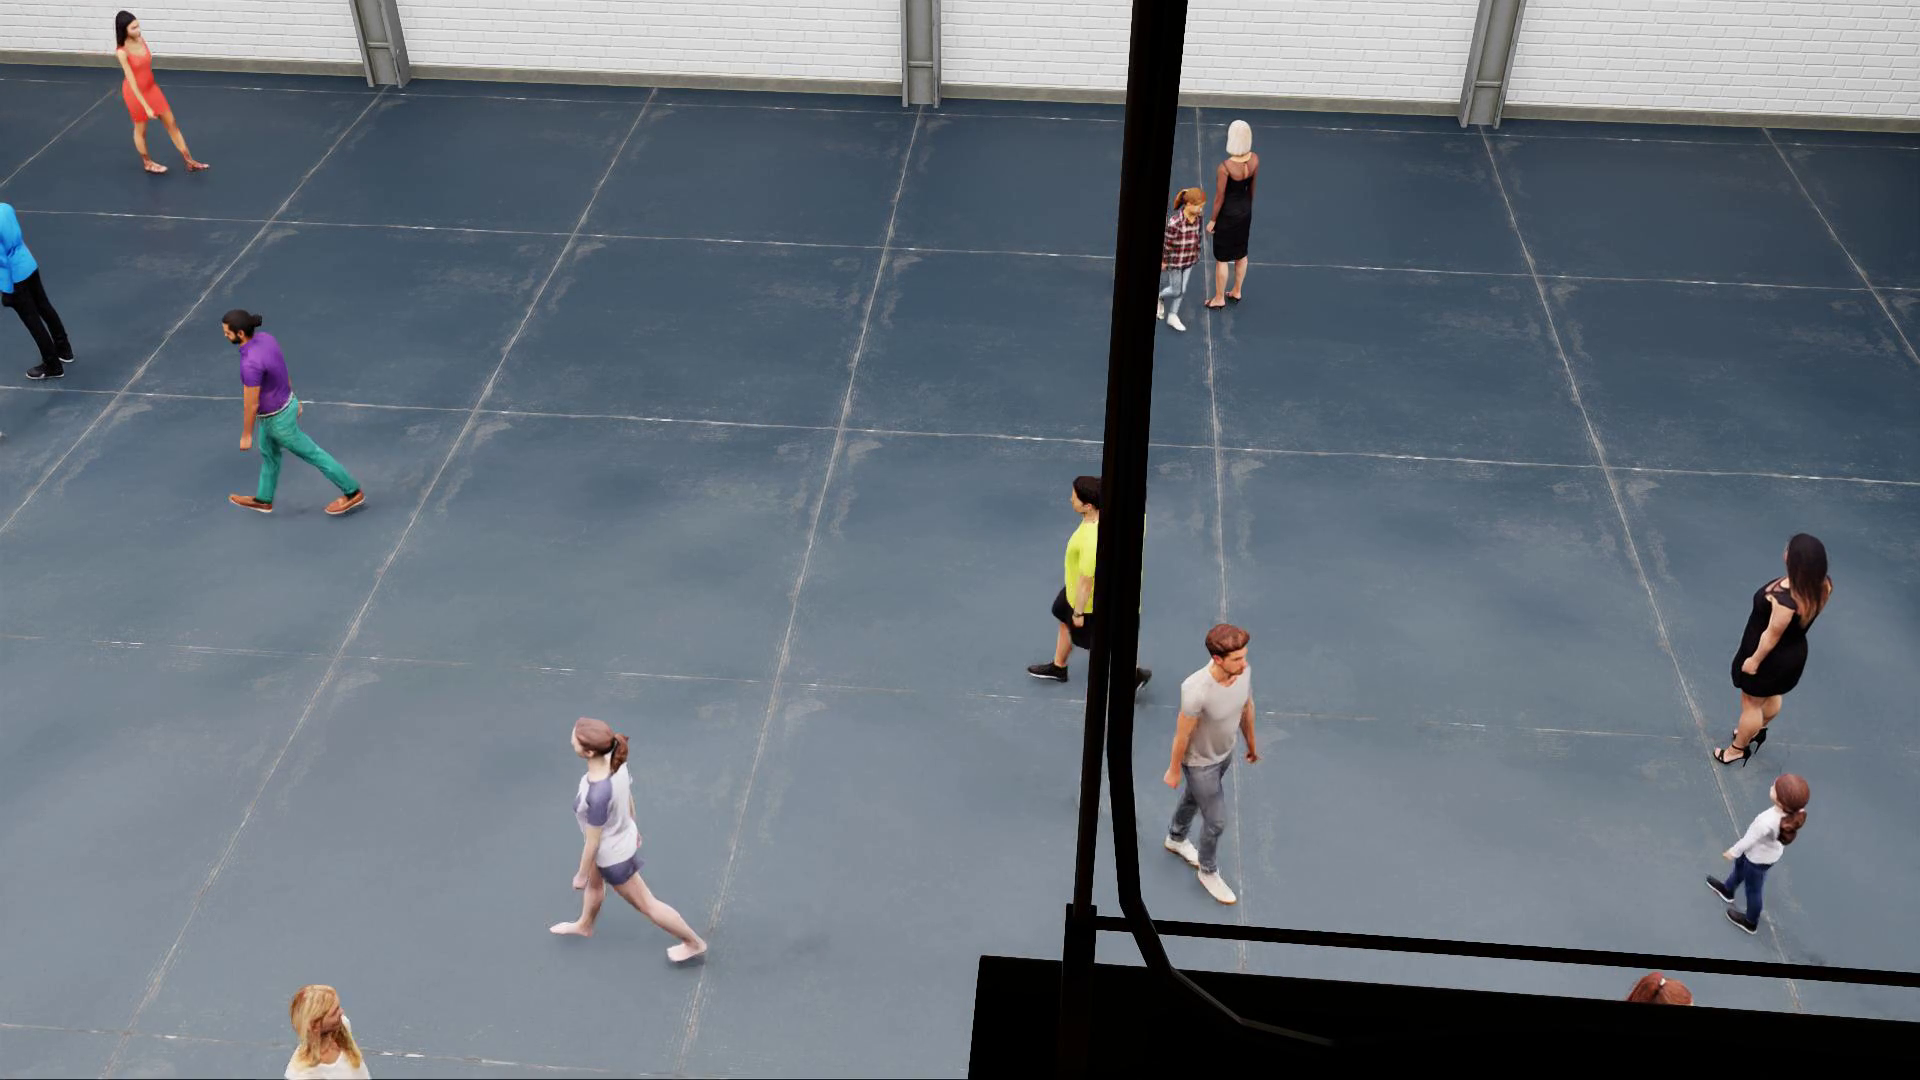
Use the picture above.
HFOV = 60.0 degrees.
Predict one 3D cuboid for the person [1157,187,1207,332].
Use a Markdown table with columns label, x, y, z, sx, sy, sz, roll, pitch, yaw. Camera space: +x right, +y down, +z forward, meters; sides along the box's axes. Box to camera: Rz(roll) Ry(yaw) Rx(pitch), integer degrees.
| label | x | y | z | sx | sy | sz | roll | pitch | yaw |
| --- | --- | --- | --- | --- | --- | --- | --- | --- | --- |
| person | 1.853 | -2.436 | 14.238 | 0.718 | 1.287 | 0.776 | -18 | 42 | -21 |

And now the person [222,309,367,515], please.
| label | x | y | z | sx | sy | sz | roll | pitch | yaw |
| --- | --- | --- | --- | --- | --- | --- | --- | --- | --- |
| person | -4.784 | -0.887 | 11.956 | 1.269 | 1.714 | 0.911 | -9 | 40 | -12 |

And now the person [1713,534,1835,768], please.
| label | x | y | z | sx | sy | sz | roll | pitch | yaw |
| --- | --- | --- | --- | --- | --- | --- | --- | --- | --- |
| person | 4.901 | 0.685 | 9.987 | 0.747 | 1.715 | 0.815 | -26 | 45 | -28 |

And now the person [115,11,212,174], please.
| label | x | y | z | sx | sy | sz | roll | pitch | yaw |
| --- | --- | --- | --- | --- | --- | --- | --- | --- | --- |
| person | -8.083 | -4.356 | 16.325 | 0.993 | 1.682 | 0.679 | 8 | 39 | 10 |

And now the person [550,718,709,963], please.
| label | x | y | z | sx | sy | sz | roll | pitch | yaw |
| --- | --- | --- | --- | --- | --- | --- | --- | --- | --- |
| person | -1.738 | 1.645 | 8.780 | 1.135 | 1.721 | 0.631 | 1 | 39 | 1 |

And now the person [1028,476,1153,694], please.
| label | x | y | z | sx | sy | sz | roll | pitch | yaw |
| --- | --- | --- | --- | --- | --- | --- | --- | --- | --- |
| person | 0.872 | 0.317 | 10.474 | 1.051 | 1.682 | 0.678 | 6 | 39 | 7 |

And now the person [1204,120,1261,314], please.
| label | x | y | z | sx | sy | sz | roll | pitch | yaw |
| --- | --- | --- | --- | --- | --- | --- | --- | --- | --- |
| person | 2.346 | -2.775 | 14.293 | 0.637 | 1.748 | 0.733 | -20 | 43 | -24 |

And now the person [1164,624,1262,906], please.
| label | x | y | z | sx | sy | sz | roll | pitch | yaw |
| --- | --- | --- | --- | --- | --- | --- | --- | --- | --- |
| person | 1.314 | 1.144 | 9.281 | 1.003 | 1.879 | 0.936 | 31 | 48 | 33 |

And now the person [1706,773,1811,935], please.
| label | x | y | z | sx | sy | sz | roll | pitch | yaw |
| --- | --- | --- | --- | --- | --- | --- | --- | --- | --- |
| person | 4.472 | 1.745 | 9.157 | 0.631 | 1.094 | 0.688 | -28 | 46 | -30 |

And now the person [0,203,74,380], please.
| label | x | y | z | sx | sy | sz | roll | pitch | yaw |
| --- | --- | --- | --- | --- | --- | --- | --- | --- | --- |
| person | -7.608 | -2.144 | 13.461 | 0.564 | 1.800 | 0.631 | 0 | 39 | 0 |
